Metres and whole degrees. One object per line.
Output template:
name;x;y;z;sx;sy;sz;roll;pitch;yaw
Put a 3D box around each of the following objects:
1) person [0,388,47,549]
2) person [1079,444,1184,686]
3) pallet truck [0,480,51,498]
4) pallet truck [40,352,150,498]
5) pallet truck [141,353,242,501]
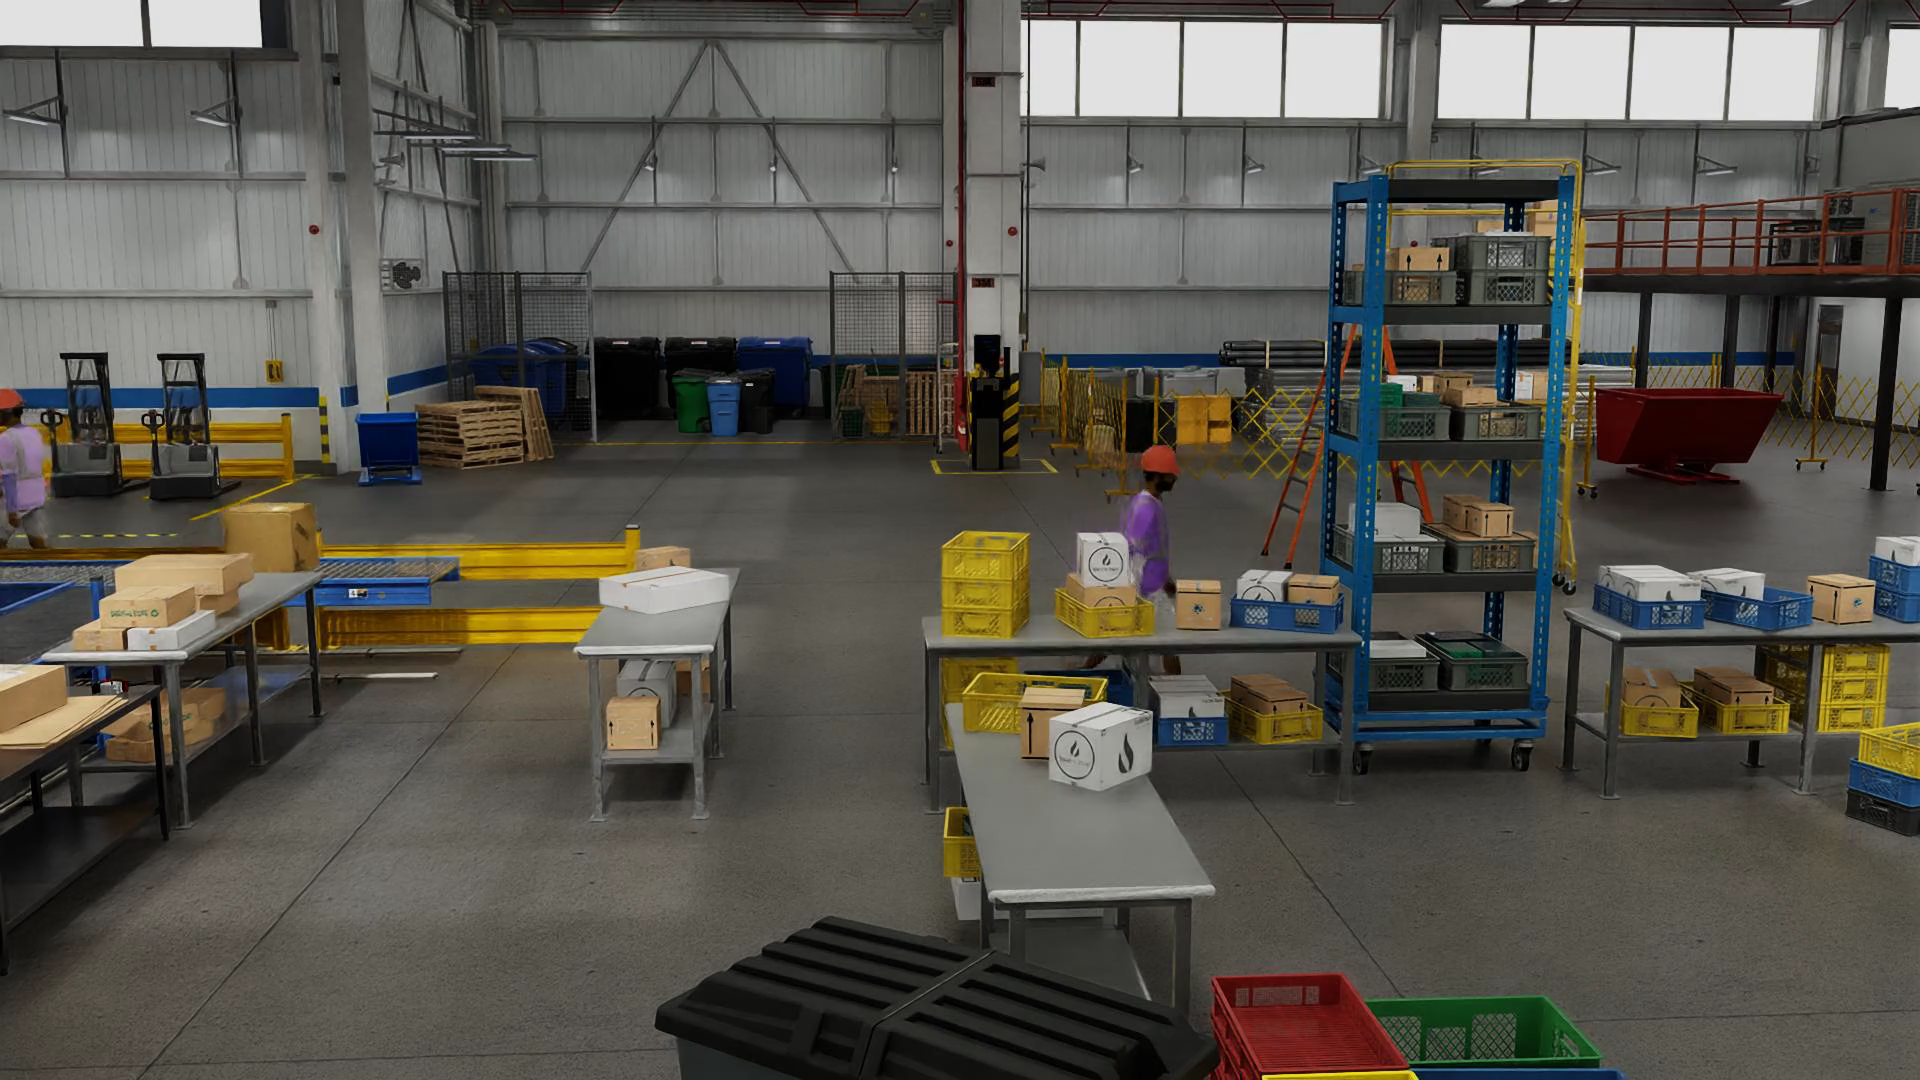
person;-8.518;-0.354;14.984;0.680;2.017;0.633;1;9;4
person;1.215;0.273;11.491;0.991;1.896;0.546;0;9;1
pallet truck;-13.193;-1.293;23.148;0.653;1.274;1.630;-1;9;-4
pallet truck;-11.907;-1.642;23.165;0.823;1.965;1.885;0;9;0
pallet truck;-10.520;-1.604;22.925;0.823;1.965;1.885;-1;9;-6
